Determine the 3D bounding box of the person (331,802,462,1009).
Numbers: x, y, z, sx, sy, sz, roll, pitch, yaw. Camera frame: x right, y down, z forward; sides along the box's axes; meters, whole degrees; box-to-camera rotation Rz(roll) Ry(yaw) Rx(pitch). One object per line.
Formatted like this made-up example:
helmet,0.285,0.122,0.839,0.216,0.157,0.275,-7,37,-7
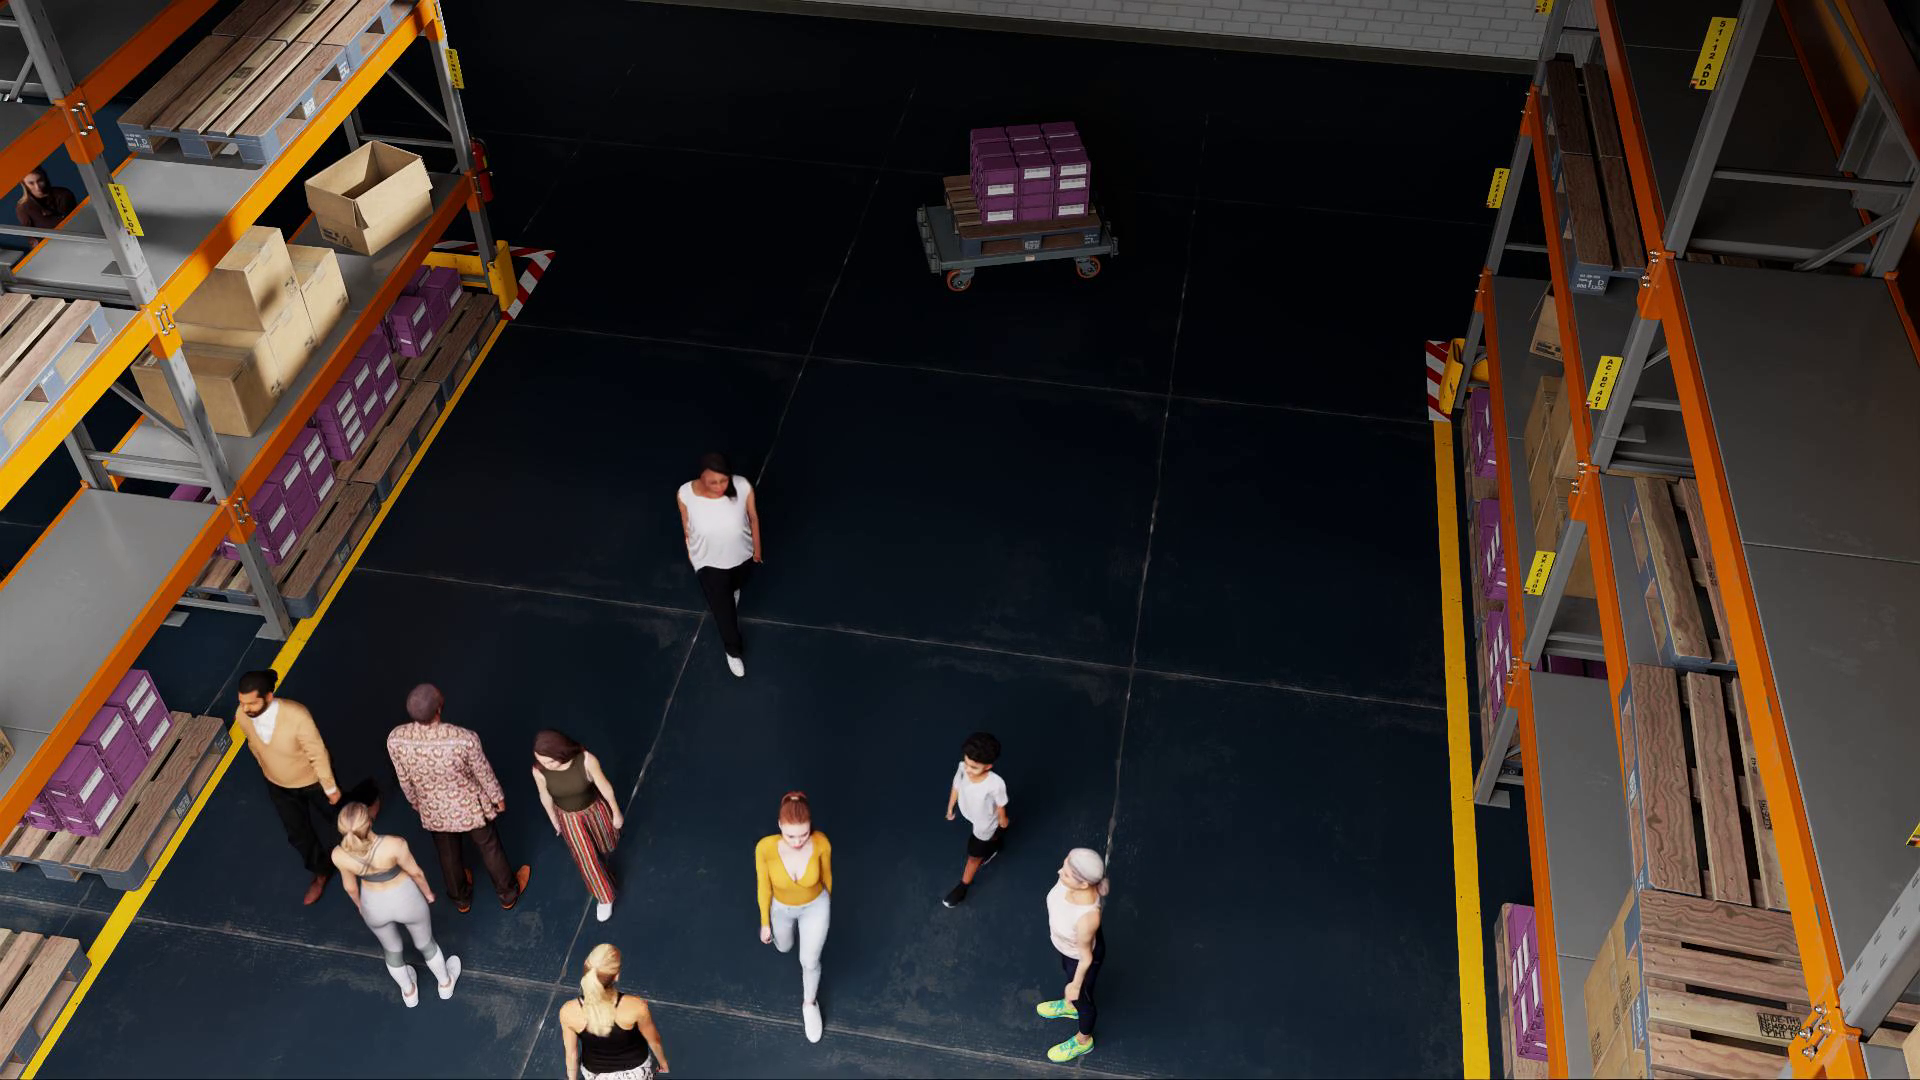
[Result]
person,-3.039,1.950,8.907,0.641,1.704,0.662,-8,44,-9

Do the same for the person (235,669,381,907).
person,-3.740,1.304,9.565,0.657,1.733,1.013,6,44,6

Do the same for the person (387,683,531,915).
person,-2.839,1.469,9.337,0.732,1.807,0.647,0,44,0

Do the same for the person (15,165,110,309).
person,-7.164,-2.284,13.353,0.642,1.703,0.733,-32,52,-29

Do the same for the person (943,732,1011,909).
person,0.163,1.528,9.696,0.753,1.227,0.911,30,51,28

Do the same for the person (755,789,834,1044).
person,-0.890,1.908,8.933,0.802,1.729,1.122,-6,44,-7

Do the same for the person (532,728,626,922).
person,-2.150,1.497,9.507,0.761,1.533,1.008,-8,44,-9

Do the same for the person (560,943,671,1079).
person,-1.674,2.666,8.089,0.787,1.796,1.235,-5,44,-5

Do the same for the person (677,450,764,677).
person,-1.562,0.032,10.958,0.974,1.652,1.209,-12,45,-12

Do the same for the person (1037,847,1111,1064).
person,0.624,2.143,8.707,0.723,1.702,0.576,-6,44,-6
